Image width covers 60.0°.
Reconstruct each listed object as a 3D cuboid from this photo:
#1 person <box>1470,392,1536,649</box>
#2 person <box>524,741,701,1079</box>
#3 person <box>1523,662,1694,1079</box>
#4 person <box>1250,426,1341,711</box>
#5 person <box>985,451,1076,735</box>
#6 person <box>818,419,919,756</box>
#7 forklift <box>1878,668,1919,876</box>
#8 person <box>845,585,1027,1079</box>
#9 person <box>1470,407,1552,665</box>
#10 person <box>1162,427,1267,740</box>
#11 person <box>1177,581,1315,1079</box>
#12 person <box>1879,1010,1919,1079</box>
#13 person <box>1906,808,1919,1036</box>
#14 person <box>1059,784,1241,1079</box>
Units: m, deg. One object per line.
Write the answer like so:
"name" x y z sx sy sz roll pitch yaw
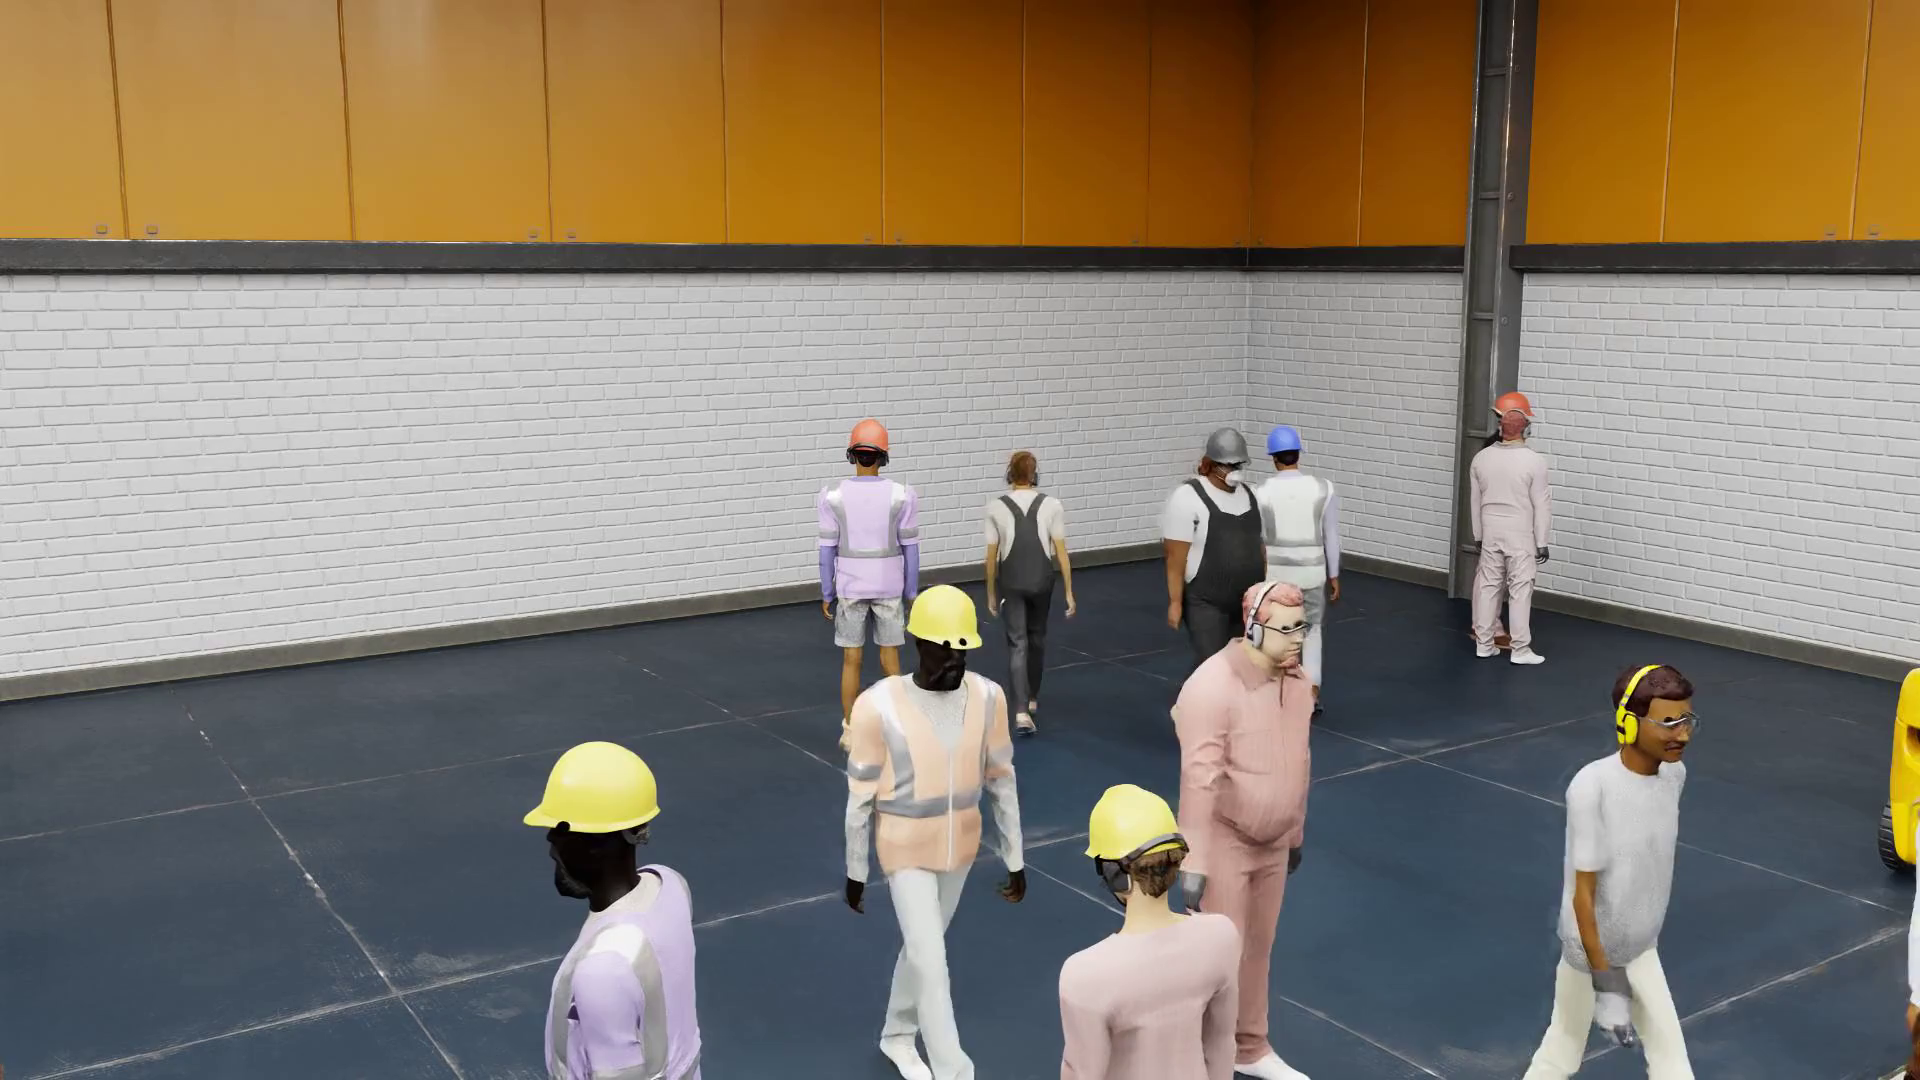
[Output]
"person" 4.214 -0.150 12.900 0.410 1.988 0.632 1 9 3
"person" -0.766 1.392 3.759 0.371 1.929 0.584 0 9 2
"person" 2.010 1.257 4.892 0.501 1.819 0.958 -5 11 -28
"person" 2.144 0.223 10.813 0.626 1.920 0.451 1 9 4
"person" 0.449 0.325 10.661 0.563 1.782 0.979 -1 9 -3
"person" -0.549 0.291 10.050 0.608 2.044 0.377 0 9 -3
"forklift" 5.511 0.571 7.906 2.313 2.155 1.214 -6 11 -33
"person" -0.045 1.087 5.723 0.604 1.876 1.005 -6 11 -32
"person" 4.106 -0.028 12.367 0.410 1.913 0.643 -8 12 -39
"person" 1.585 0.312 9.928 0.758 2.000 0.534 -6 11 -34
"person" 0.993 1.070 5.824 0.735 1.897 0.401 -8 12 -40
"person" 1.601 1.580 3.083 0.647 1.795 0.887 -6 11 -33
"person" 3.025 1.261 4.933 0.595 1.816 0.684 -3 10 -15
"person" 0.428 1.443 3.965 0.523 1.760 0.328 -6 11 -32
